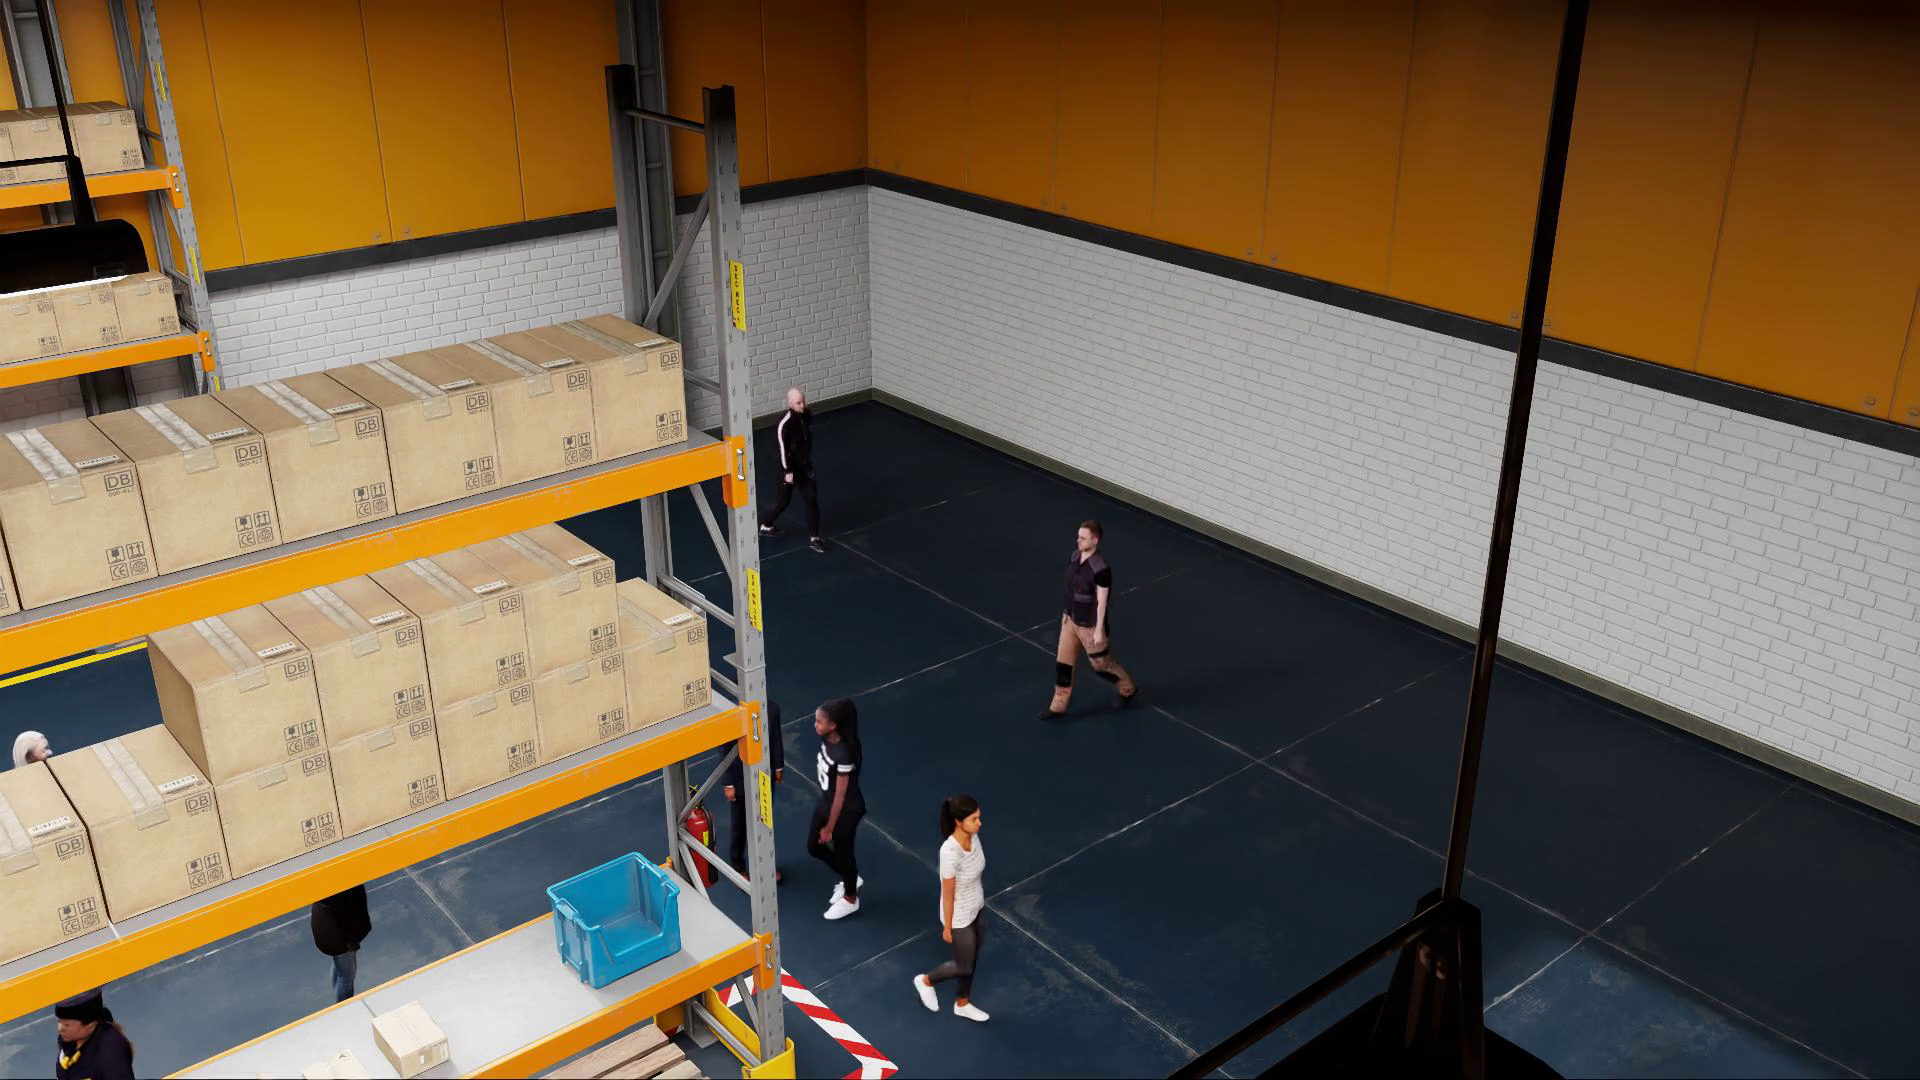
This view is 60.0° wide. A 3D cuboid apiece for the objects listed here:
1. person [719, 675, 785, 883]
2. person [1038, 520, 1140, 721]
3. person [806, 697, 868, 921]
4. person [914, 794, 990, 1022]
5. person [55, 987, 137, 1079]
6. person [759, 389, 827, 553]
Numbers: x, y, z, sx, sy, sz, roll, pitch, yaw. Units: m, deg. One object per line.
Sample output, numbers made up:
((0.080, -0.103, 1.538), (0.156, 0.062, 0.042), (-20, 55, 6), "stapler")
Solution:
((-1.490, 1.675, 11.851), (0.532, 1.722, 0.735), (-12, 26, -26), "person")
((1.159, 0.675, 14.032), (1.210, 1.808, 0.817), (-13, 27, -28), "person")
((-0.756, 1.851, 11.450), (0.701, 1.721, 0.649), (-13, 27, -26), "person")
((-0.063, 2.325, 10.476), (0.805, 1.633, 0.779), (11, 26, 23), "person")
((-4.419, 3.037, 8.834), (0.853, 1.643, 1.119), (17, 29, 34), "person")
((-1.786, -0.744, 17.313), (0.820, 1.779, 1.042), (16, 28, 32), "person")
